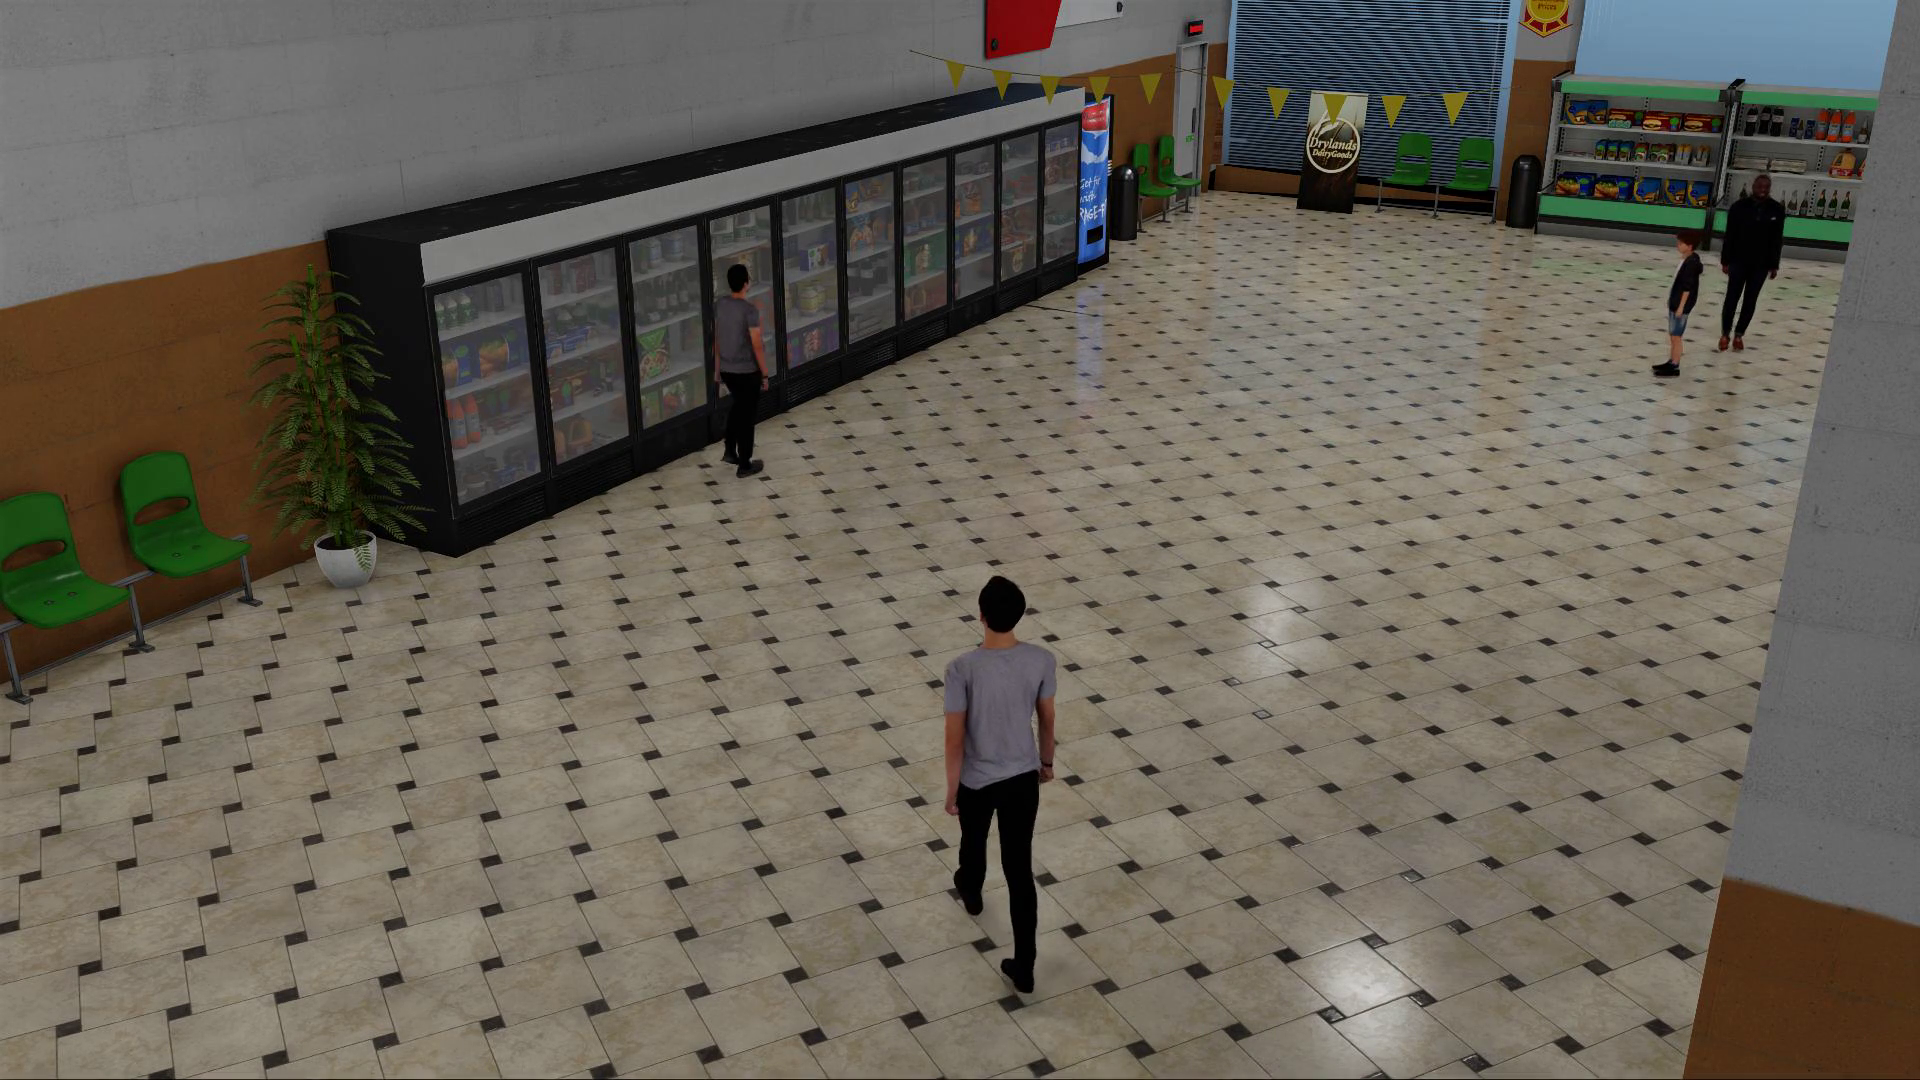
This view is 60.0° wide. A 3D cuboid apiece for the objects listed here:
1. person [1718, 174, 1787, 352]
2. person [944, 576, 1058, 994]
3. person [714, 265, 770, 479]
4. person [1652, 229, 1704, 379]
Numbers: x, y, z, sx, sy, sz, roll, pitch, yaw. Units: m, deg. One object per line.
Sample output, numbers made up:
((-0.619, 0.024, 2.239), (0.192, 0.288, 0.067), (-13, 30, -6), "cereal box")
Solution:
((8.108, -2.847, 17.084), (0.708, 1.803, 0.822), (7, 23, 17), "person")
((0.195, 1.097, 7.245), (1.220, 1.820, 1.259), (-5, 22, -12), "person")
((-1.829, -1.340, 13.408), (0.600, 1.746, 0.740), (16, 27, 35), "person")
((7.042, -2.315, 16.237), (0.597, 1.447, 0.590), (6, 23, 15), "person")
